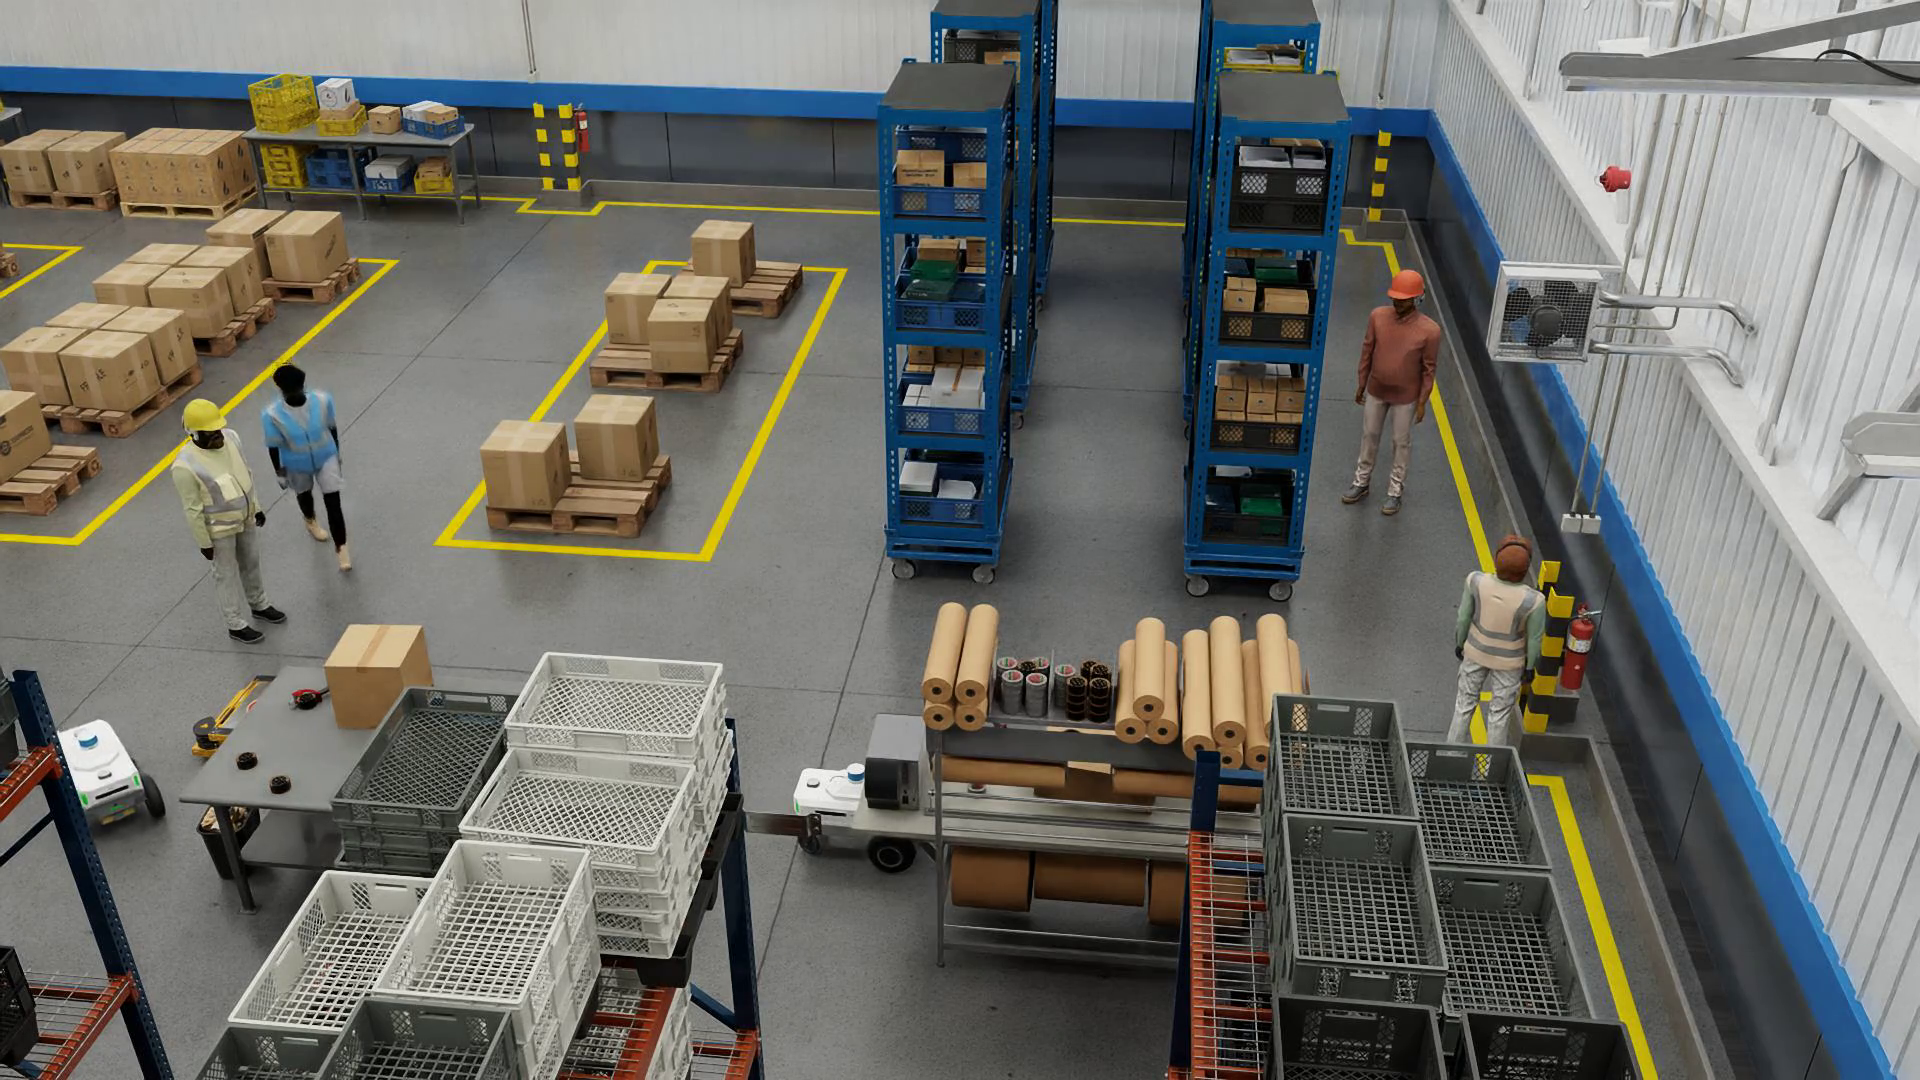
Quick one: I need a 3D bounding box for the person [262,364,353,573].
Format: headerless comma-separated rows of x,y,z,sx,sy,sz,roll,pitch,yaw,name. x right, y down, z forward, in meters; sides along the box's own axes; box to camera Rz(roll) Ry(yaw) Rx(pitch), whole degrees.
-4.828,-0.592,12.309,0.537,1.628,0.942,-16,34,-25,person

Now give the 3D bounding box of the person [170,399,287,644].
-4.998,-0.139,11.357,0.403,1.826,0.595,10,32,16,person

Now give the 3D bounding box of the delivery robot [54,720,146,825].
-5.161,1.360,9.941,0.477,0.478,0.707,-22,37,-33,delivery robot

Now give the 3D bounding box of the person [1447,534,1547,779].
3.237,0.711,10.067,0.522,1.644,0.306,21,36,31,person

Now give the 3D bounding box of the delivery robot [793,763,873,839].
-0.599,1.519,9.667,0.707,0.478,0.477,4,31,7,delivery robot

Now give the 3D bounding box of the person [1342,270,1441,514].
3.363,-1.160,12.938,0.608,1.995,0.377,21,36,31,person
